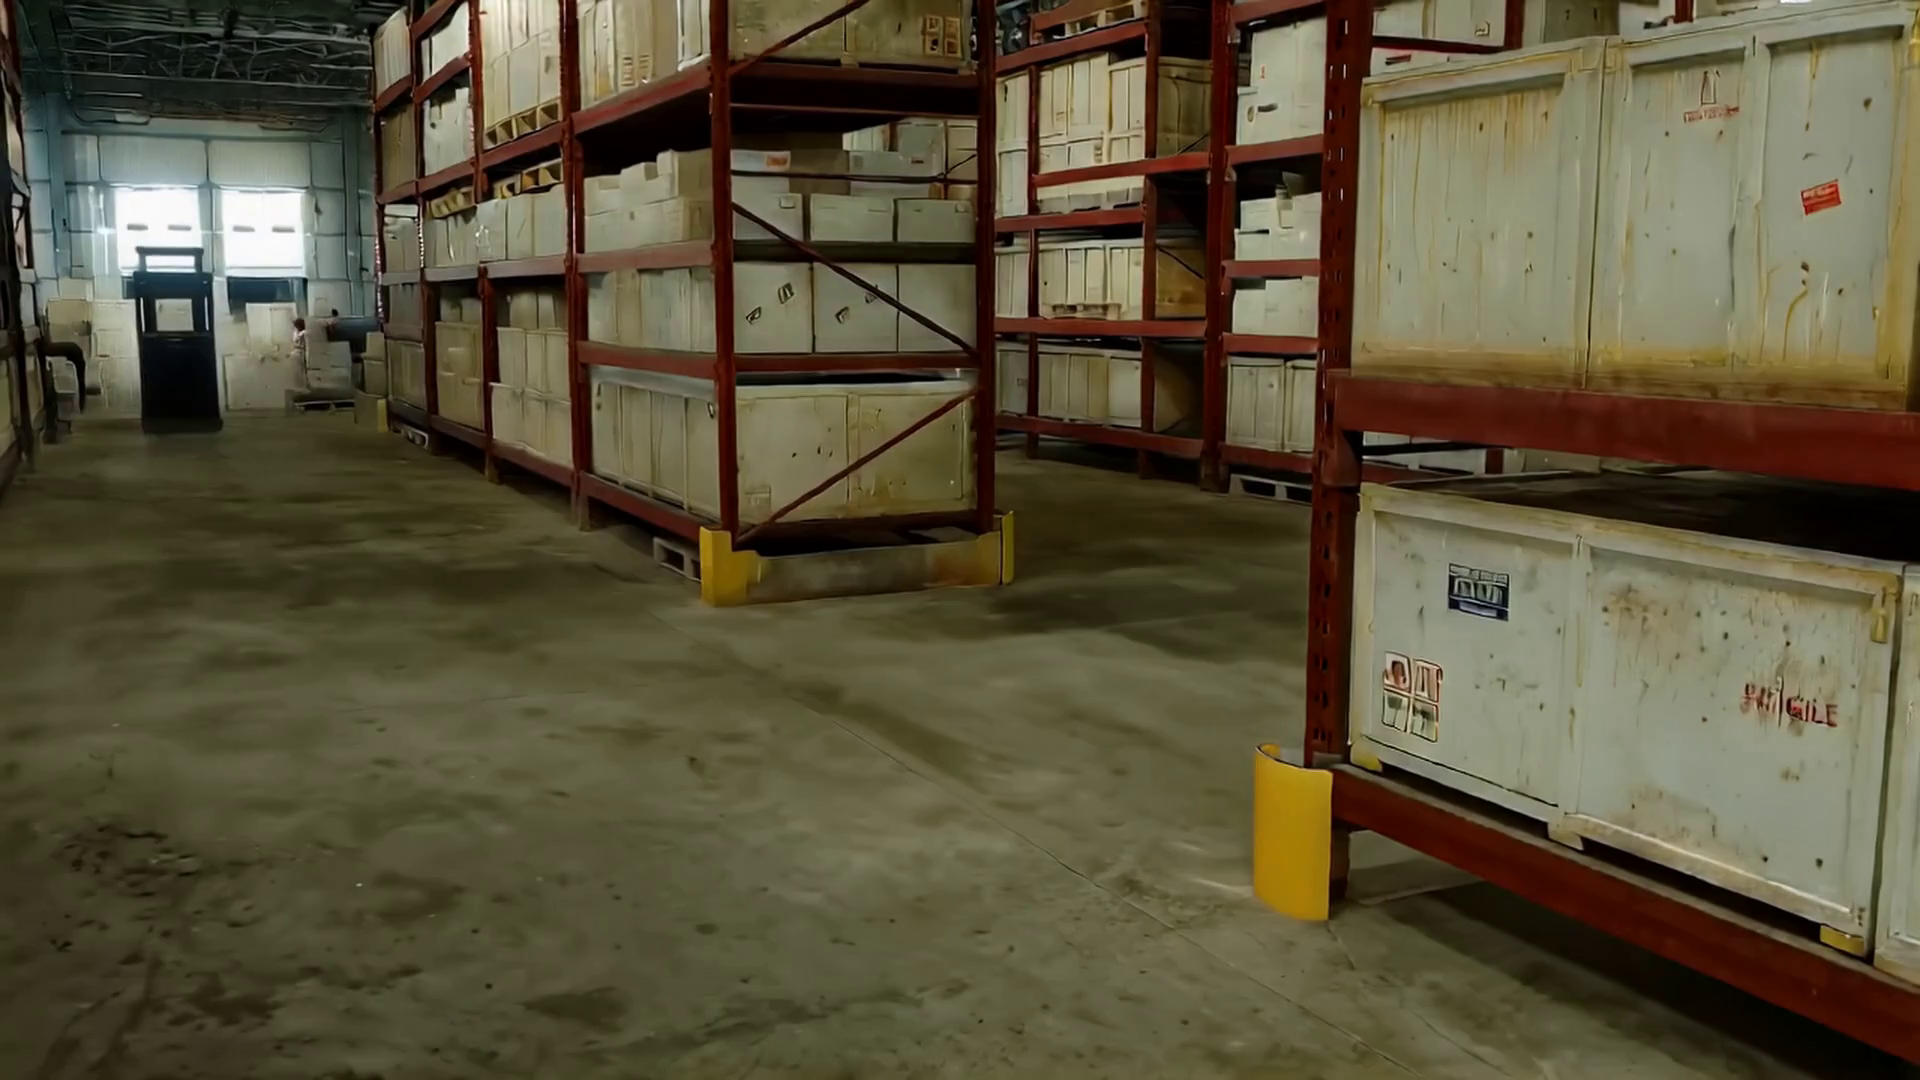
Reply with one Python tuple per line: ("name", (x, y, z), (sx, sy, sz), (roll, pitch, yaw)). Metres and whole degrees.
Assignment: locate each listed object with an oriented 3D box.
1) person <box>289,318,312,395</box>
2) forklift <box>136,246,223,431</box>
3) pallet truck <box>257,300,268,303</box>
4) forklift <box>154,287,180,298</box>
("person", (-13.974, -3.868, 35.092), (0.573, 1.620, 0.521), (-6, 10, -36))
("forklift", (-12.218, -3.164, 25.904), (1.129, 2.768, 1.873), (-4, 9, -26))
("pallet truck", (-23.913, -7.404, 58.171), (1.885, 1.965, 0.823), (-1, 8, -9))
("forklift", (-24.807, -6.941, 51.950), (1.129, 2.768, 1.873), (-3, 9, -22))
